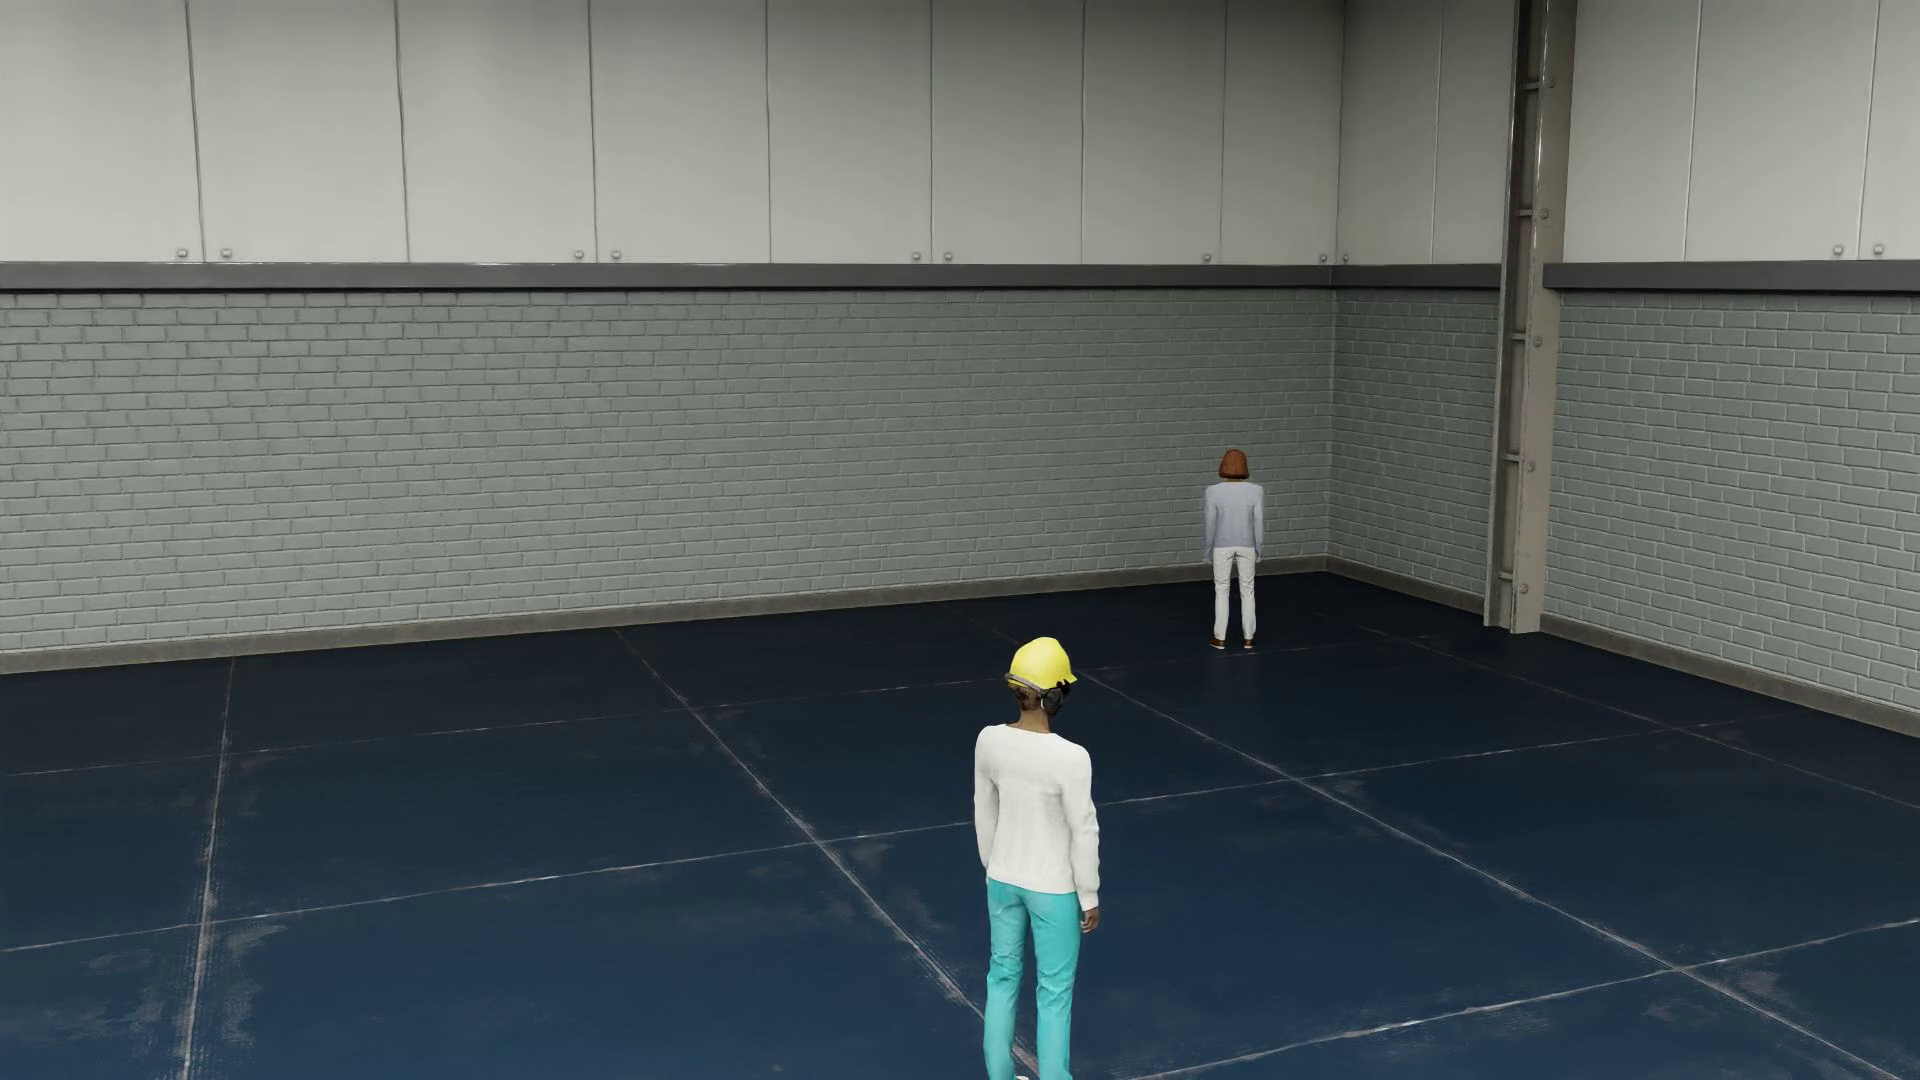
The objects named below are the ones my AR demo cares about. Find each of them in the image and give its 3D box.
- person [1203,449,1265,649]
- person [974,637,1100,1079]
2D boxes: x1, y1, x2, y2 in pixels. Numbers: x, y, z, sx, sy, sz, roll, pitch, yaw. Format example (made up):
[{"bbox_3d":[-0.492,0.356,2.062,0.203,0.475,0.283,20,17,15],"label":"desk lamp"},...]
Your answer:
[{"bbox_3d":[2.221,0.076,13.513,0.498,1.634,0.278,0,9,0],"label":"person"},{"bbox_3d":[0.280,1.218,5.932,0.525,1.769,0.310,7,12,39],"label":"person"}]
